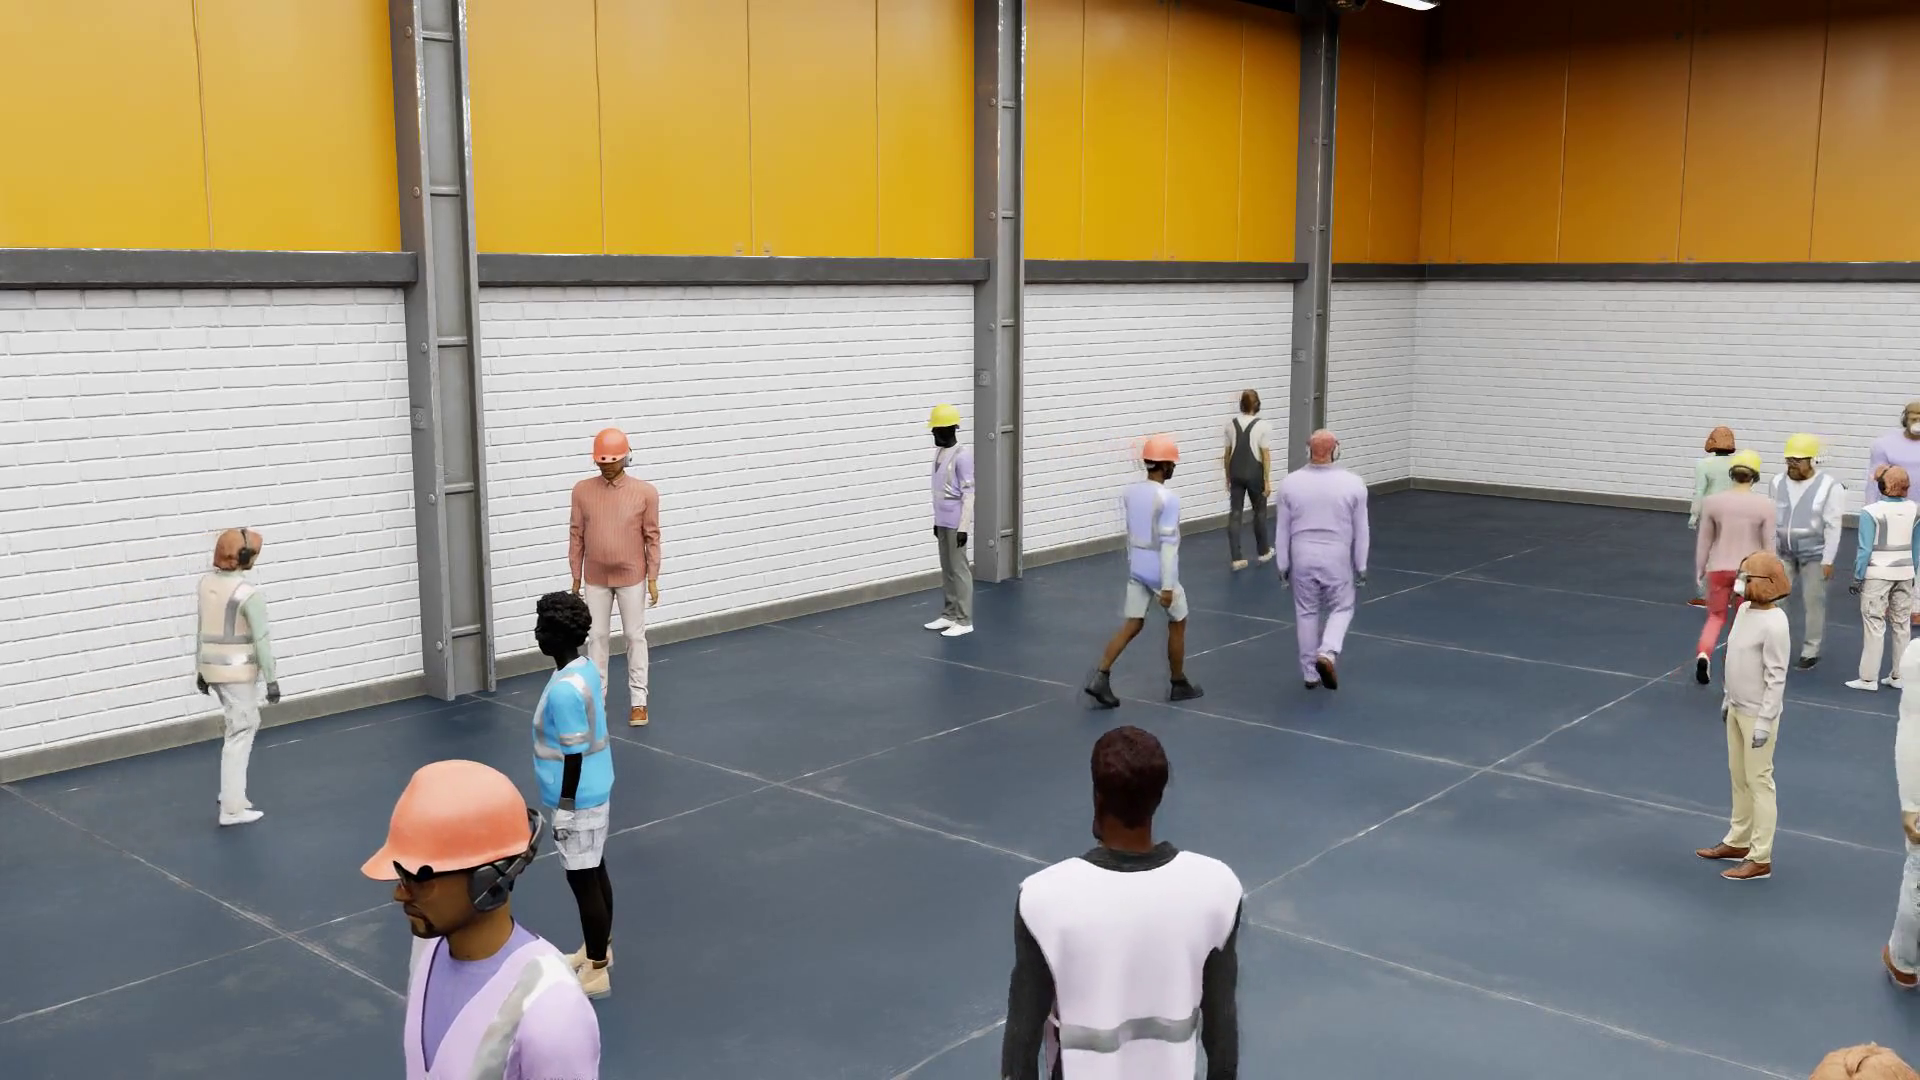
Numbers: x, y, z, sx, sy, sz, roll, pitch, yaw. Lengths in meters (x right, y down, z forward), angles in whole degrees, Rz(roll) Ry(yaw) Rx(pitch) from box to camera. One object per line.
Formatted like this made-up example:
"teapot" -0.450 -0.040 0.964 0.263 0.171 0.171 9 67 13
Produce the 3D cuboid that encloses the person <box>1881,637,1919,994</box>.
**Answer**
"person" 4.015 0.985 6.613 0.641 1.900 0.934 3 10 19

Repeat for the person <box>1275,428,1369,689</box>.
"person" 2.569 0.153 11.839 0.663 1.894 0.515 4 10 23

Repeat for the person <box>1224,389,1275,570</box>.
"person" 2.988 -0.628 17.001 0.540 1.814 0.852 5 11 30

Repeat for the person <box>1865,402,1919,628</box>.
"person" 8.004 -0.207 14.067 0.644 1.904 0.878 5 10 29

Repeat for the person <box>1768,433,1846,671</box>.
"person" 6.228 0.110 12.401 0.724 1.801 0.625 -7 11 -38

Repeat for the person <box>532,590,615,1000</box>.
"person" -1.590 1.047 6.859 0.319 1.695 0.538 -1 9 -5

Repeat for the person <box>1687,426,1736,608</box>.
"person" 6.776 -0.202 14.898 0.509 1.632 0.268 -1 9 -7

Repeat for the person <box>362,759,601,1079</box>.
"person" -0.950 1.433 3.353 0.397 2.043 0.609 -8 12 -42

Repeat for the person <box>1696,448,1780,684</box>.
"person" 5.510 0.225 11.856 0.531 1.752 0.532 8 12 40

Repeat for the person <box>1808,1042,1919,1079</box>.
"person" 1.603 1.689 3.023 0.264 1.632 0.507 -7 12 -39

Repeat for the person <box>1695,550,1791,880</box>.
"person" 3.911 0.857 8.240 0.286 1.636 0.498 0 9 3

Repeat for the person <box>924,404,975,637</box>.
"person" -0.086 -0.163 13.754 0.384 1.921 0.591 -4 10 -23

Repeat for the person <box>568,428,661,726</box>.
"person" -2.281 0.247 10.979 0.611 1.986 0.393 0 9 2

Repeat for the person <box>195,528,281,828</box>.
"person" -3.892 0.741 8.992 0.534 1.618 0.441 6 11 32

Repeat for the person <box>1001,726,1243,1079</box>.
"person" 0.411 1.392 4.131 0.600 1.880 0.951 -3 10 -18

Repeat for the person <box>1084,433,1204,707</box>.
"person" 1.278 0.215 11.452 0.932 1.907 0.553 -6 11 -32

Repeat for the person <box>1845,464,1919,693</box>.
"person" 6.610 0.276 11.877 0.513 1.642 0.311 -2 9 -11
